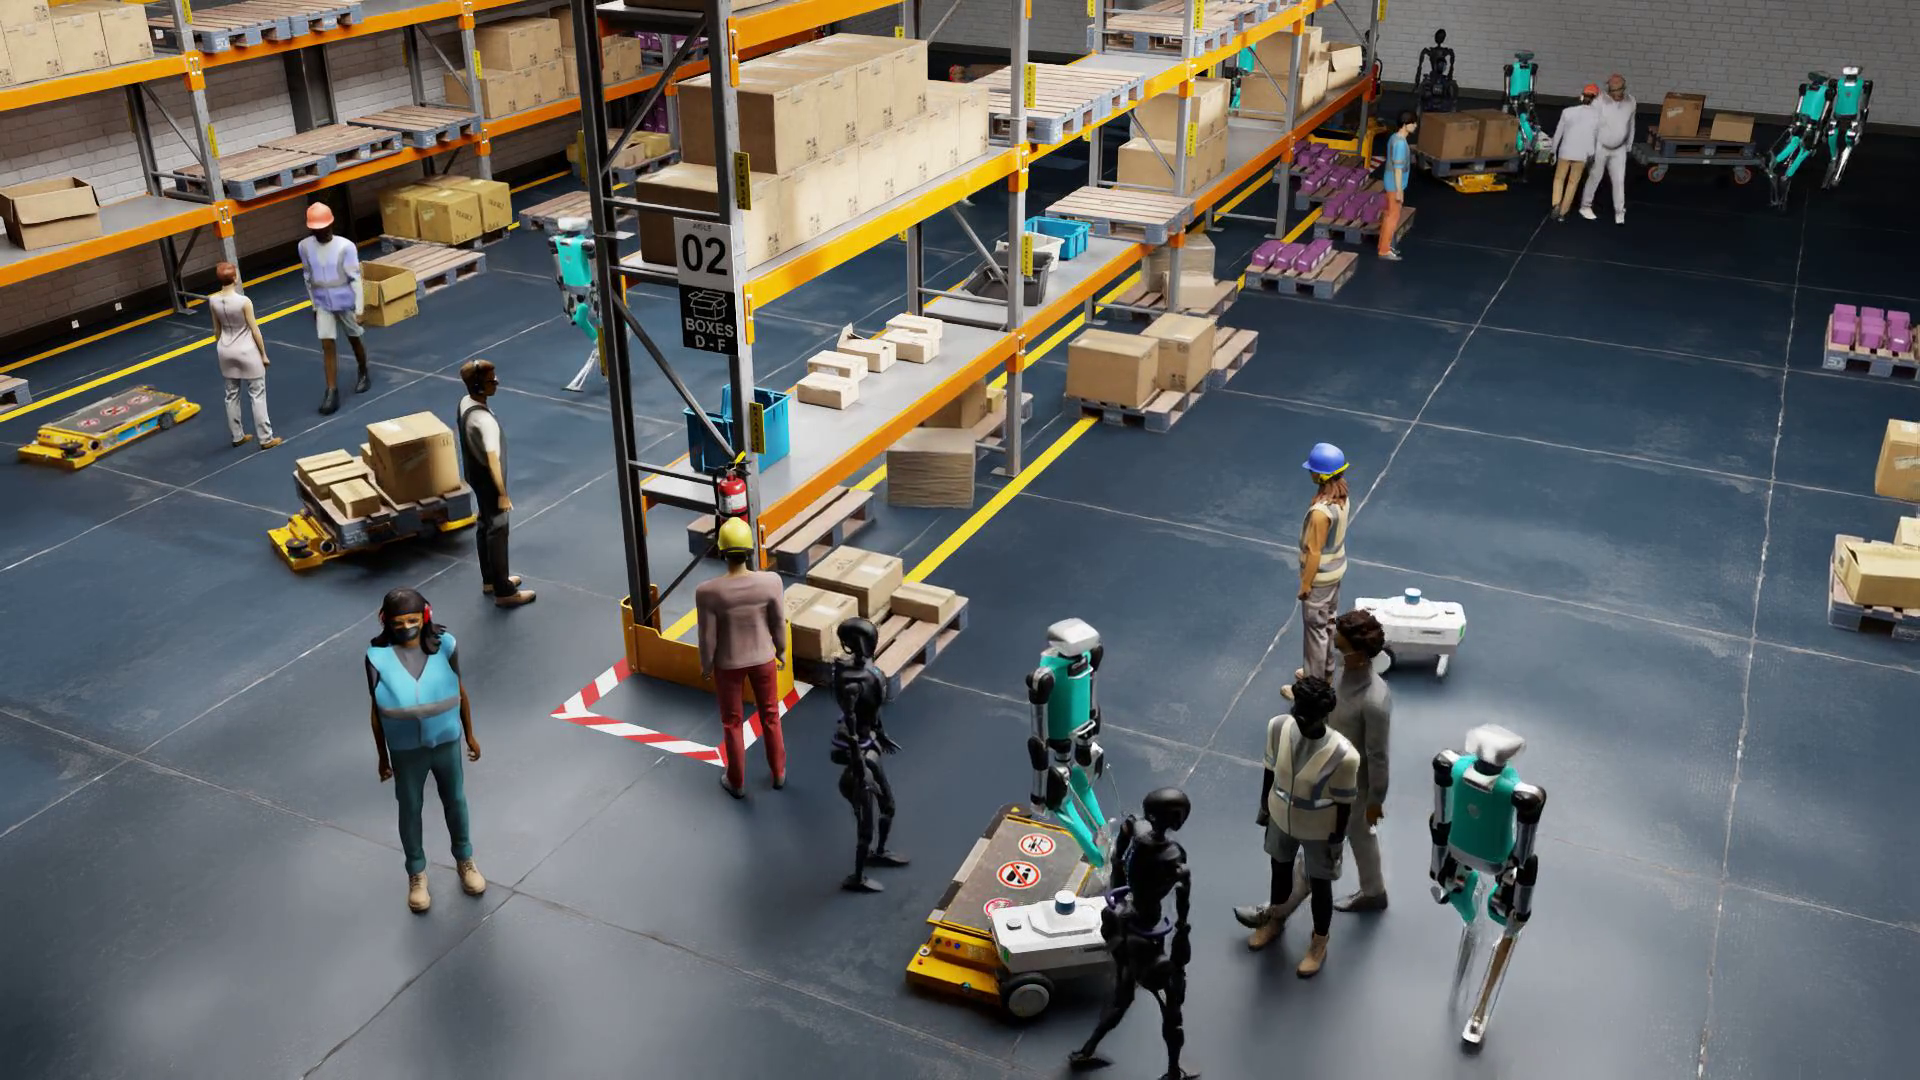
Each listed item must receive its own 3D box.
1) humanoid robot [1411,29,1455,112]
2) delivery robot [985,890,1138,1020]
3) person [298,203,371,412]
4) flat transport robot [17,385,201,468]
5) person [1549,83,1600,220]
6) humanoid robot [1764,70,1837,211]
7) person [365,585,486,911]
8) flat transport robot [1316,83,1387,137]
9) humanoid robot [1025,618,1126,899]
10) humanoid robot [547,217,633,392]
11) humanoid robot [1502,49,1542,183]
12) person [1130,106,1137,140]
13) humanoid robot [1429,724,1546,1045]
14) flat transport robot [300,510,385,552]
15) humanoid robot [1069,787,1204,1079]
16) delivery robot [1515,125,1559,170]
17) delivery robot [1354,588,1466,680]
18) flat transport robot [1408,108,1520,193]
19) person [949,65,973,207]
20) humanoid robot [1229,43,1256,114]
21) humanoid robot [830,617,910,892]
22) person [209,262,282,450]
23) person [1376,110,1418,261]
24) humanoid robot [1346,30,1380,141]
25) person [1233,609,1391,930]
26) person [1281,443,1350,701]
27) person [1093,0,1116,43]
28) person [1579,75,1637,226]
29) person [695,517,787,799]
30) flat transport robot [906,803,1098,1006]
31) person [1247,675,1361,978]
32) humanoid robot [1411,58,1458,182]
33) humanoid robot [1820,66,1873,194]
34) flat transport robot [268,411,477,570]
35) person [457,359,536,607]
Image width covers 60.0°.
[{"bbox_3d":[7.087,-6.821,24.974,0.591,1.659,0.411,0,26,-1],"label":"humanoid robot"},{"bbox_3d":[0.516,2.024,8.351,0.774,0.581,0.499,-5,27,-9],"label":"delivery robot"},{"bbox_3d":[-5.768,-2.171,15.342,0.554,1.886,0.892,-1,26,-1],"label":"person"},{"bbox_3d":[-7.578,-1.023,14.844,0.659,0.231,1.431,10,28,19],"label":"flat transport robot"},{"bbox_3d":[7.769,-4.884,20.997,0.588,1.726,0.445,10,28,19],"label":"person"},{"bbox_3d":[10.761,-5.113,21.520,0.768,1.830,0.541,-10,28,-19],"label":"humanoid robot"},{"bbox_3d":[-2.822,1.078,8.801,0.528,1.866,0.398,-12,29,-22],"label":"person"},{"bbox_3d":[5.858,-6.517,25.942,1.431,0.231,0.659,21,33,36],"label":"flat transport robot"},{"bbox_3d":[0.681,1.311,8.538,0.660,1.850,0.540,20,33,35],"label":"humanoid robot"},{"bbox_3d":[-3.425,-2.207,15.556,0.555,1.736,0.968,13,29,25],"label":"humanoid robot"},{"bbox_3d":[7.741,-5.727,22.757,0.532,1.829,0.780,-11,28,-22],"label":"humanoid robot"},{"bbox_3d":[2.710,-6.565,24.283,0.364,1.830,0.503,22,34,37],"label":"person"},{"bbox_3d":[2.544,1.609,7.903,0.678,1.817,0.535,-23,34,-38],"label":"humanoid robot"},{"bbox_3d":[-4.721,-0.297,13.377,0.659,0.231,1.431,3,26,6],"label":"flat transport robot"},{"bbox_3d":[0.843,1.800,7.623,0.625,1.636,0.619,-12,29,-24],"label":"humanoid robot"},{"bbox_3d":[8.231,-5.607,23.799,0.525,0.611,0.782,-5,27,-10],"label":"delivery robot"},{"bbox_3d":[2.995,0.612,11.213,0.760,0.588,0.521,3,26,6],"label":"delivery robot"},{"bbox_3d":[6.918,-5.079,23.037,0.659,0.231,1.431,-6,27,-12],"label":"flat transport robot"},{"bbox_3d":[-0.045,-5.280,21.699,0.605,1.815,0.578,22,34,37],"label":"person"},{"bbox_3d":[4.023,-6.537,24.337,0.773,1.770,0.536,-18,32,-32],"label":"humanoid robot"},{"bbox_3d":[-0.468,1.149,8.860,0.409,1.653,0.595,3,27,7],"label":"humanoid robot"},{"bbox_3d":[-6.240,-1.592,14.436,0.437,1.651,0.291,5,27,10],"label":"person"},{"bbox_3d":[5.120,-4.157,19.500,0.325,1.756,0.504,4,27,8],"label":"person"},{"bbox_3d":[6.049,-6.825,24.986,0.347,1.638,0.601,7,27,14],"label":"humanoid robot"},{"bbox_3d":[1.895,1.203,8.564,0.935,1.857,0.542,-2,26,-5],"label":"person"},{"bbox_3d":[2.294,0.210,10.665,0.342,1.768,0.453,13,29,25],"label":"person"},{"bbox_3d":[2.513,-8.943,28.971,0.415,1.930,0.533,-5,27,-9],"label":"person"},{"bbox_3d":[8.170,-4.885,20.862,0.718,1.856,0.815,-3,27,-6],"label":"person"},{"bbox_3d":[-1.265,0.689,9.699,0.530,1.767,0.326,-9,28,-18],"label":"person"},{"bbox_3d":[0.294,1.927,8.886,0.659,0.231,1.431,10,28,19],"label":"flat transport robot"},{"bbox_3d":[1.720,1.409,8.330,0.534,1.693,0.320,23,34,38],"label":"person"},{"bbox_3d":[6.528,-5.754,22.812,0.589,1.657,0.362,10,28,19],"label":"humanoid robot"},{"bbox_3d":[11.774,-5.470,22.194,0.553,1.742,1.027,14,30,27],"label":"humanoid robot"},{"bbox_3d":[-4.611,-0.140,13.061,1.431,0.231,0.659,-18,31,-32],"label":"flat transport robot"},{"bbox_3d":[-3.334,-0.407,11.824,0.332,1.844,0.517,-16,31,-29],"label":"person"}]
